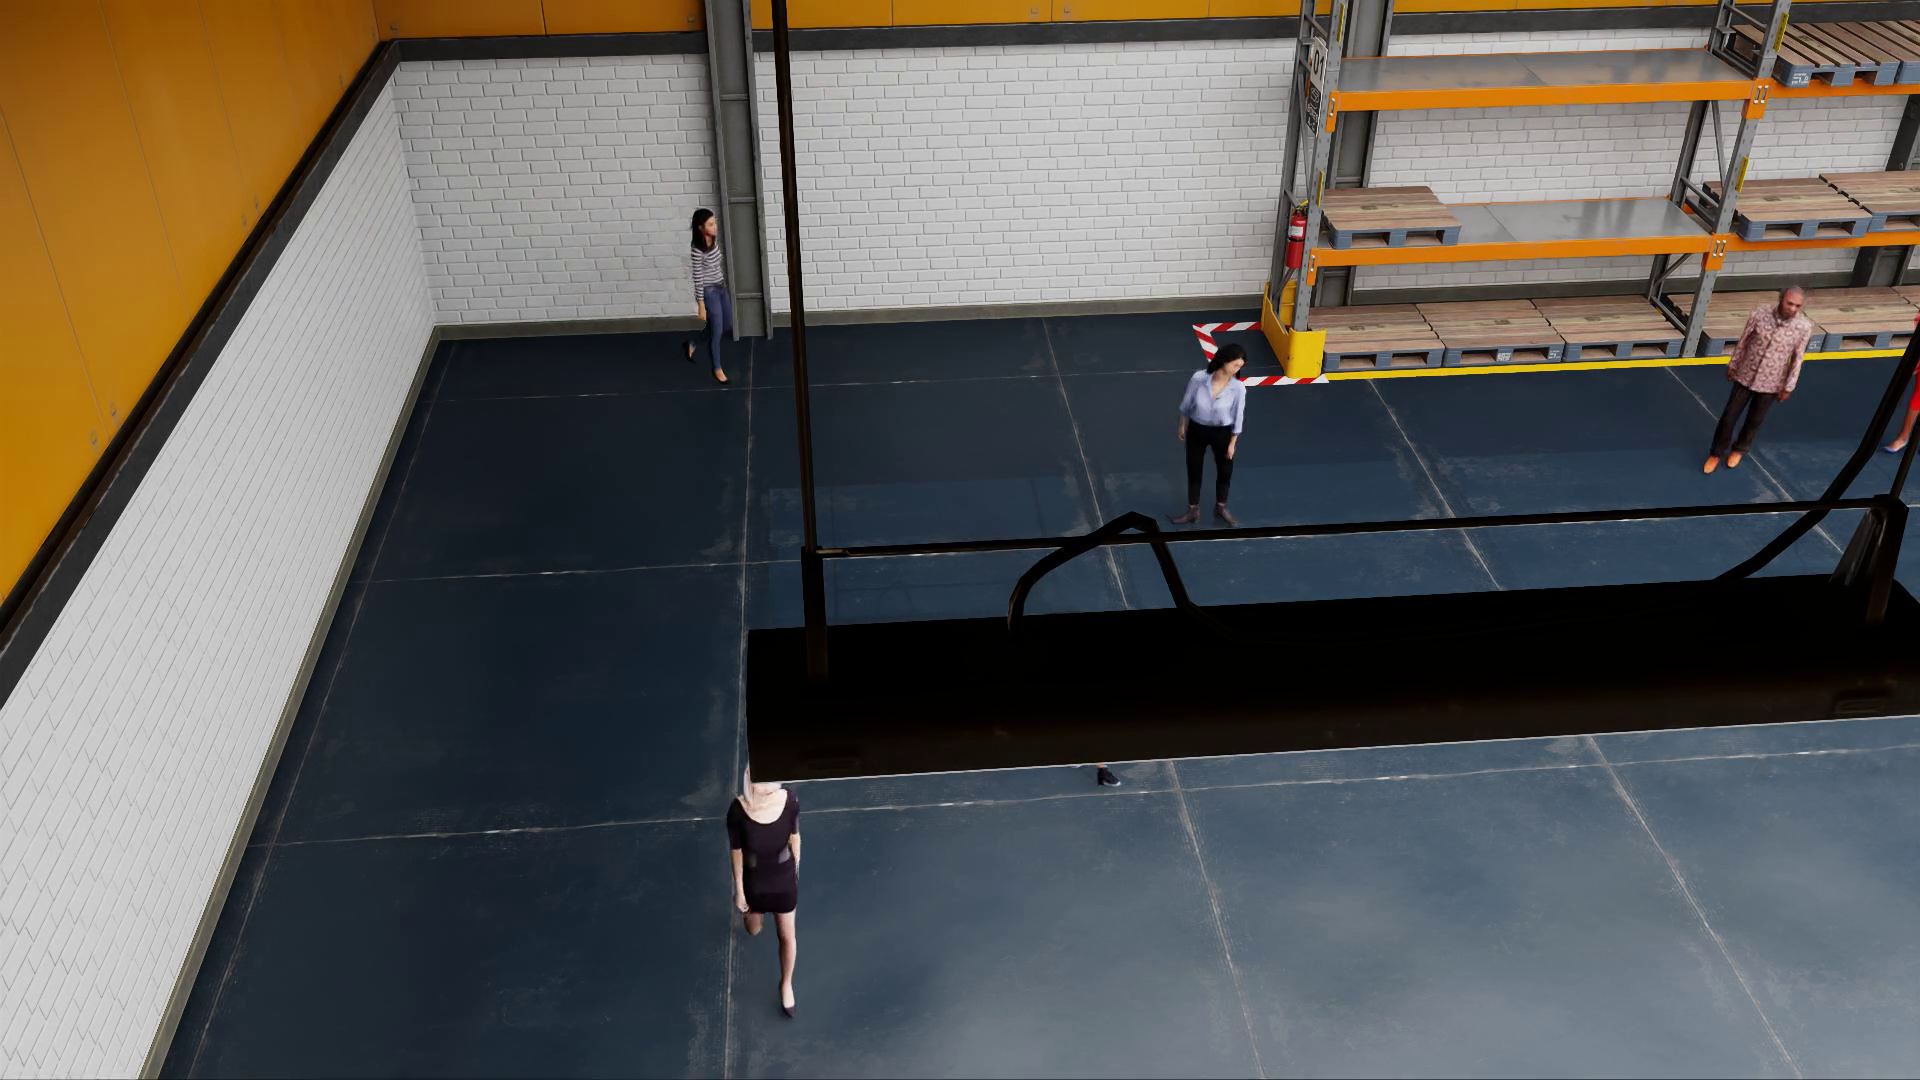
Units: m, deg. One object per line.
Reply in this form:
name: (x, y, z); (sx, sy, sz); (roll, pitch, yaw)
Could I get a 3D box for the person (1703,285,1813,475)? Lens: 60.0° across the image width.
person: (6.943, -1.439, 14.391); (0.939, 1.782, 0.998); (21, 39, 28)

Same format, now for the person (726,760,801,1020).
person: (-1.121, 1.857, 9.404); (0.985, 1.812, 0.790); (-11, 35, -16)

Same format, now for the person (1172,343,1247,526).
person: (1.992, -0.859, 13.569); (0.701, 1.725, 0.859); (21, 39, 29)

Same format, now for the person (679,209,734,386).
person: (-2.420, -2.278, 15.655); (0.861, 1.779, 0.743); (9, 35, 13)
